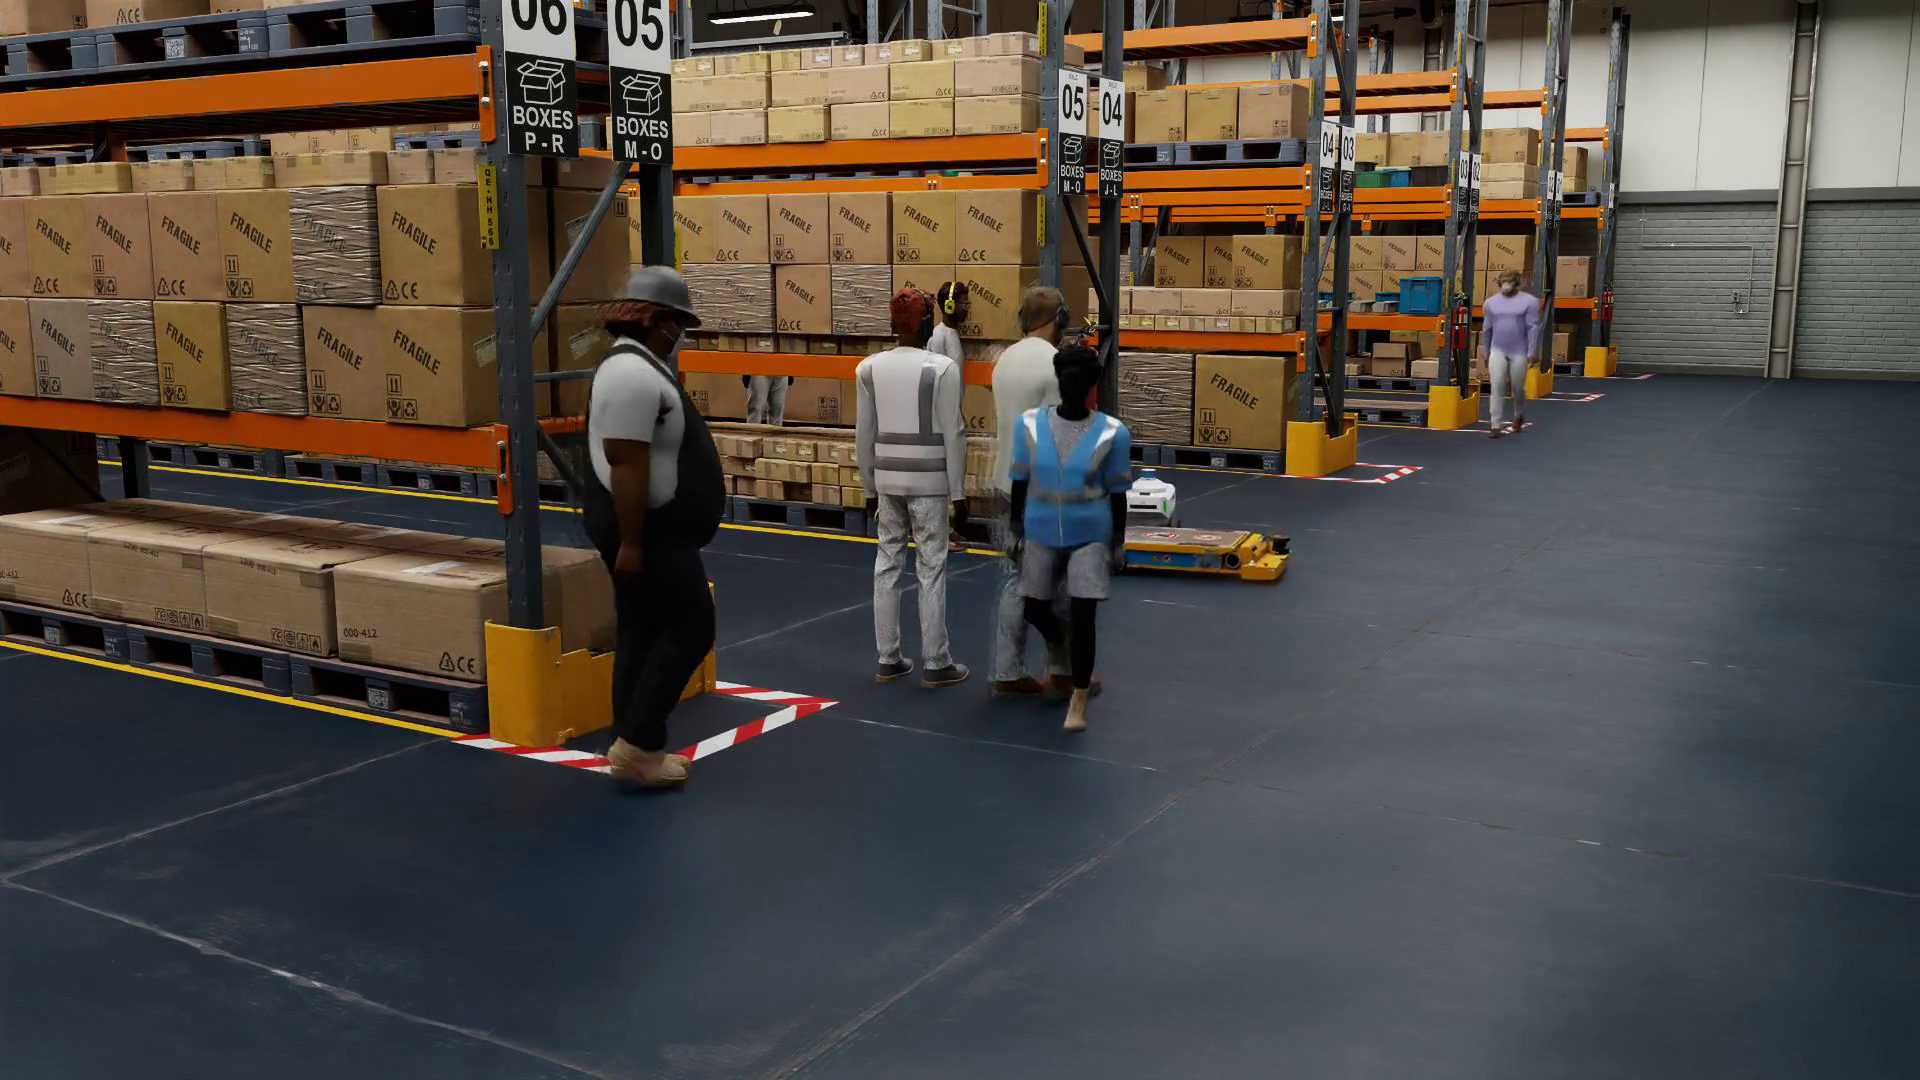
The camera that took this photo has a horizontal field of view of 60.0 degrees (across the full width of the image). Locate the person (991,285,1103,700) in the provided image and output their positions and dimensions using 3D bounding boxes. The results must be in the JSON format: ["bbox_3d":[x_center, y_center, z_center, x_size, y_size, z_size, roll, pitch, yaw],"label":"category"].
[{"bbox_3d":[0.420,-0.200,7.583,0.623,1.894,0.691,-5,11,-26],"label":"person"}]

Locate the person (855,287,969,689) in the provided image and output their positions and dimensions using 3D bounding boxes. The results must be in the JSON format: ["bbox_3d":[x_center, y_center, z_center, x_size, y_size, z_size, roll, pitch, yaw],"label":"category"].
[{"bbox_3d":[-0.218,-0.240,7.848,0.573,1.883,0.353,5,11,29],"label":"person"}]

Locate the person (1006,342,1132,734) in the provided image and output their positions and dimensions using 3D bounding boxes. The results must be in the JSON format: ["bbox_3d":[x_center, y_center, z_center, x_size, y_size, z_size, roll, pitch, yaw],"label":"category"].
[{"bbox_3d":[0.494,-0.033,7.239,0.546,1.674,0.576,3,10,16],"label":"person"}]

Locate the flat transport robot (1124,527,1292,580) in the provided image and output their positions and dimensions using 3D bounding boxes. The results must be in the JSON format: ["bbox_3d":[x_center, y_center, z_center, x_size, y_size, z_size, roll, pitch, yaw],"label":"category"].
[{"bbox_3d":[1.382,0.065,10.776,1.431,0.197,0.652,3,10,19],"label":"flat transport robot"}]

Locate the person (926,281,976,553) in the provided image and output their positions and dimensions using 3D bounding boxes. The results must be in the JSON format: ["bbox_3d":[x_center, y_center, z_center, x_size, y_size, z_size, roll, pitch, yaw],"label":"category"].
[{"bbox_3d":[-0.071,-0.842,11.457,0.333,1.860,0.510,2,10,13],"label":"person"}]

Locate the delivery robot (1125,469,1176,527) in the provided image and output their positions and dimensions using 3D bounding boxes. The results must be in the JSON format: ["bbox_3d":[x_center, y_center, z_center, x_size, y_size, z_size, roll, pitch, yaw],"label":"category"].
[{"bbox_3d":[1.304,-0.252,11.530,0.477,0.478,0.707,2,10,11],"label":"delivery robot"}]

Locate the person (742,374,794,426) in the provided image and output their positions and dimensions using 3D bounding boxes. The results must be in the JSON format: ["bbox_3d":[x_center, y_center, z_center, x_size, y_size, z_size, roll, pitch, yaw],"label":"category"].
[{"bbox_3d":[-1.872,-1.649,16.222,0.429,1.842,0.634,9,13,43],"label":"person"}]

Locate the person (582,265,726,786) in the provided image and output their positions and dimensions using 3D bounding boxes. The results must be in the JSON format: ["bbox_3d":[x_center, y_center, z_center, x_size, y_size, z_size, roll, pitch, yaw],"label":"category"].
[{"bbox_3d":[-1.169,-0.067,6.375,0.545,2.000,0.742,-2,10,-14],"label":"person"}]

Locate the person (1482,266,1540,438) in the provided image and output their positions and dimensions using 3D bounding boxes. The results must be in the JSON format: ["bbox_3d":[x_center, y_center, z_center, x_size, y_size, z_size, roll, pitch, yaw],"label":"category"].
[{"bbox_3d":[6.205,-2.123,18.770,0.631,1.919,0.797,5,11,27],"label":"person"}]
